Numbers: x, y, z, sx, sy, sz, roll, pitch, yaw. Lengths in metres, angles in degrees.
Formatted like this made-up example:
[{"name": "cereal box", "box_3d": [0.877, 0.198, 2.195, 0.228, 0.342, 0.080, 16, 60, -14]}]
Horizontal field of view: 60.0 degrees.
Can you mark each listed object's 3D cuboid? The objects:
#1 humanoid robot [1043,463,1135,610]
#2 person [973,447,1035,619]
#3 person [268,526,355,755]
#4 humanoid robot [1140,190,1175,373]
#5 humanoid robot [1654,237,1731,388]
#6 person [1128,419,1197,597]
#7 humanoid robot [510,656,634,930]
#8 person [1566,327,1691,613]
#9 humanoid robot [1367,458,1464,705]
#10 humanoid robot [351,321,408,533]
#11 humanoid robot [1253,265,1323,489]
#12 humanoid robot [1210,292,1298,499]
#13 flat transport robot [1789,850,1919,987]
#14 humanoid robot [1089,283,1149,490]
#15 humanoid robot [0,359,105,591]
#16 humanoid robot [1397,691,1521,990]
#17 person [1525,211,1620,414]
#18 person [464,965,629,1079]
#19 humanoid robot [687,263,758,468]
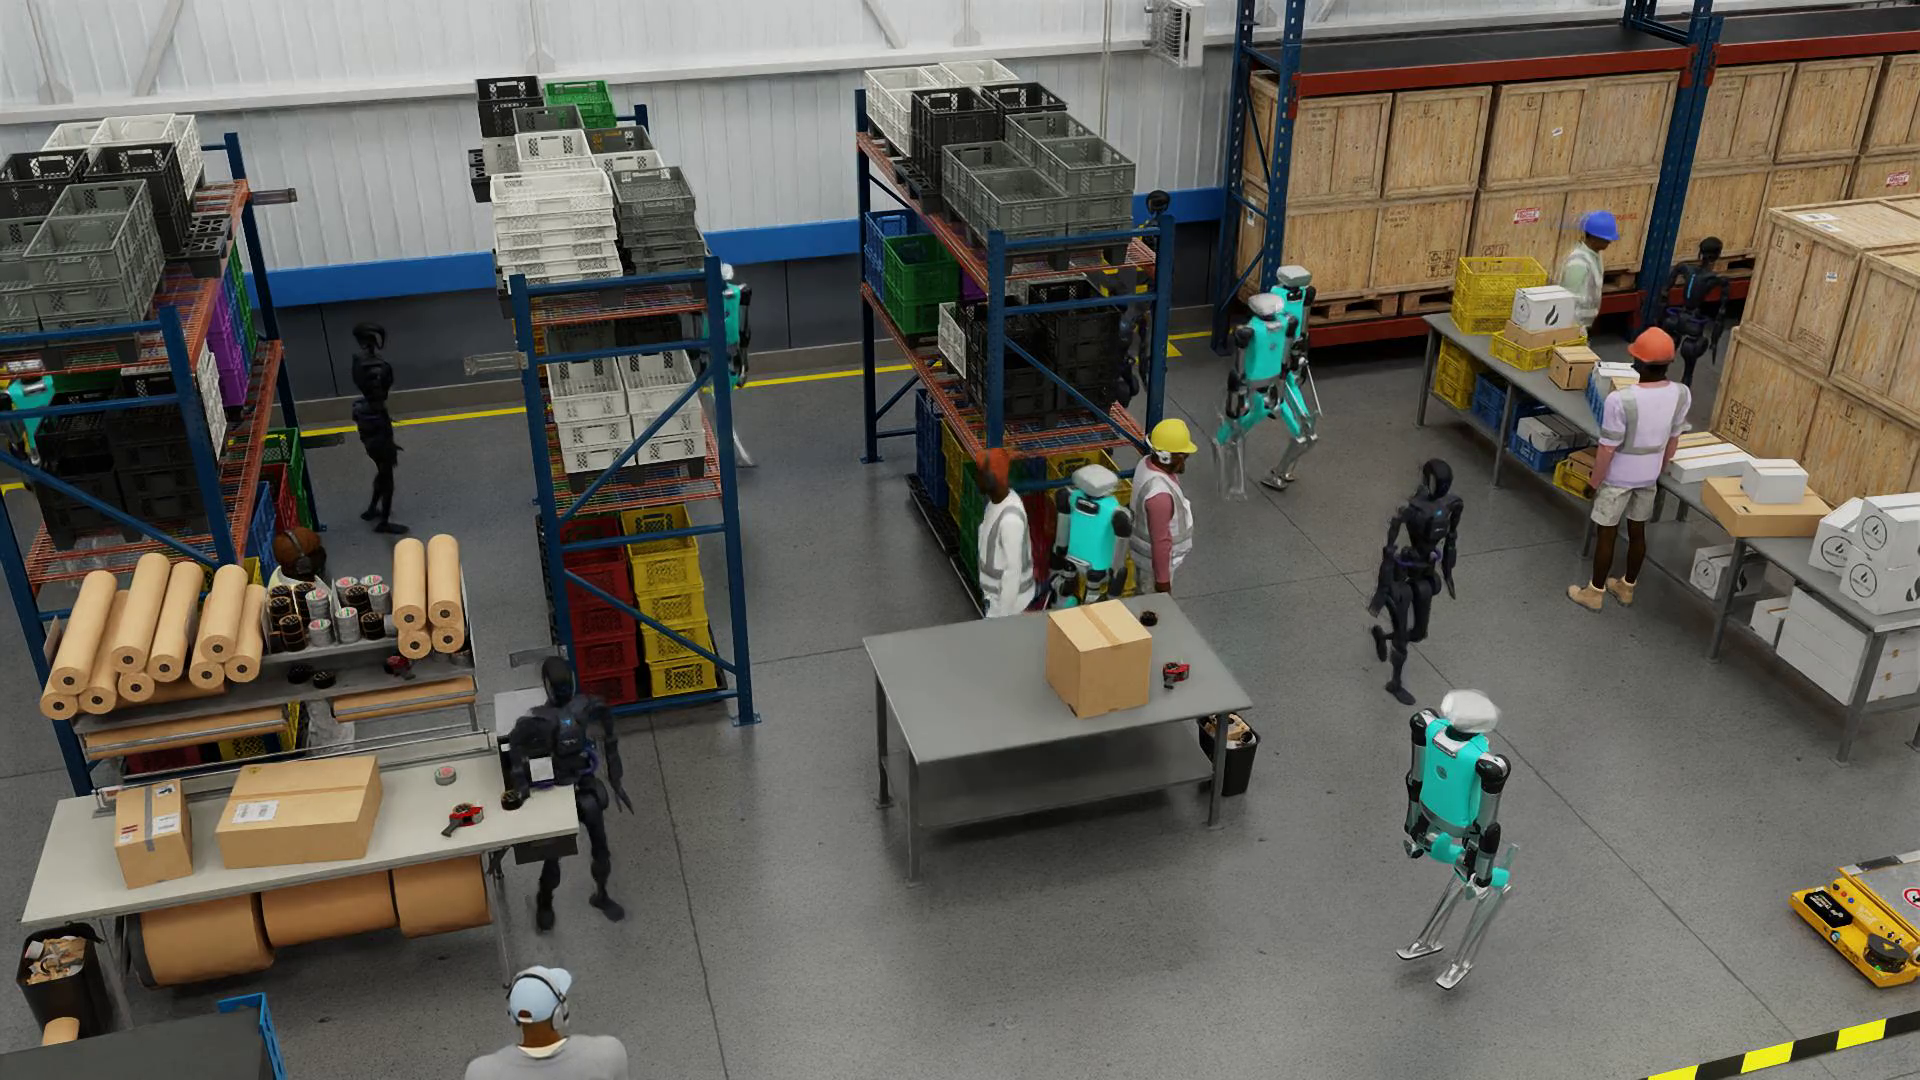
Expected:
[{"name": "humanoid robot", "box_3d": [0.626, 0.455, 9.805, 0.531, 1.785, 0.688, 23, 36, 35]}, {"name": "person", "box_3d": [0.259, 0.323, 9.924, 0.418, 1.859, 0.609, 0, 29, 0]}, {"name": "person", "box_3d": [-3.478, 0.756, 9.149, 0.429, 1.846, 0.630, -17, 33, -27]}, {"name": "humanoid robot", "box_3d": [1.756, -2.321, 14.908, 0.315, 1.655, 0.599, 5, 29, 8]}, {"name": "humanoid robot", "box_3d": [6.063, -1.756, 13.925, 0.524, 1.623, 0.613, -23, 36, -35]}, {"name": "person", "box_3d": [1.245, 0.082, 10.392, 0.403, 1.827, 0.598, -1, 29, -1]}, {"name": "humanoid robot", "box_3d": [-1.983, 1.264, 8.406, 0.603, 1.645, 0.394, -16, 33, -27]}, {"name": "person", "box_3d": [4.478, -0.456, 11.148, 0.606, 2.048, 0.365, -7, 30, -13]}, {"name": "humanoid robot", "box_3d": [2.769, 0.192, 10.354, 0.614, 1.636, 0.573, -13, 31, -22]}, {"name": "humanoid robot", "box_3d": [-4.308, -0.828, 12.201, 0.394, 1.640, 0.603, -16, 32, -26]}, {"name": "humanoid robot", "box_3d": [2.600, -1.206, 12.766, 0.549, 1.752, 0.677, -19, 34, -30]}, {"name": "humanoid robot", "box_3d": [2.131, -1.055, 12.637, 0.547, 1.863, 0.702, -14, 32, -23]}, {"name": "flat transport robot", "box_3d": [5.163, 1.916, 8.676, 1.431, 0.231, 0.659, -8, 30, -14]}, {"name": "humanoid robot", "box_3d": [1.244, -1.210, 12.919, 0.611, 1.637, 0.625, -12, 31, -21]}, {"name": "humanoid robot", "box_3d": [-6.287, -0.519, 11.578, 0.560, 1.795, 0.673, -18, 34, -30]}, {"name": "humanoid robot", "box_3d": [2.475, 1.387, 7.973, 0.735, 1.677, 0.533, -17, 33, -28]}, {"name": "person", "box_3d": [5.097, -1.796, 13.714, 0.445, 1.926, 0.624, 14, 32, 24]}, {"name": "person", "box_3d": [-1.498, 2.337, 6.269, 0.588, 1.848, 0.405, -7, 30, -13]}, {"name": "humanoid robot", "box_3d": [-1.976, -1.391, 13.175, 0.546, 1.747, 1.012, -20, 34, -32]}]
